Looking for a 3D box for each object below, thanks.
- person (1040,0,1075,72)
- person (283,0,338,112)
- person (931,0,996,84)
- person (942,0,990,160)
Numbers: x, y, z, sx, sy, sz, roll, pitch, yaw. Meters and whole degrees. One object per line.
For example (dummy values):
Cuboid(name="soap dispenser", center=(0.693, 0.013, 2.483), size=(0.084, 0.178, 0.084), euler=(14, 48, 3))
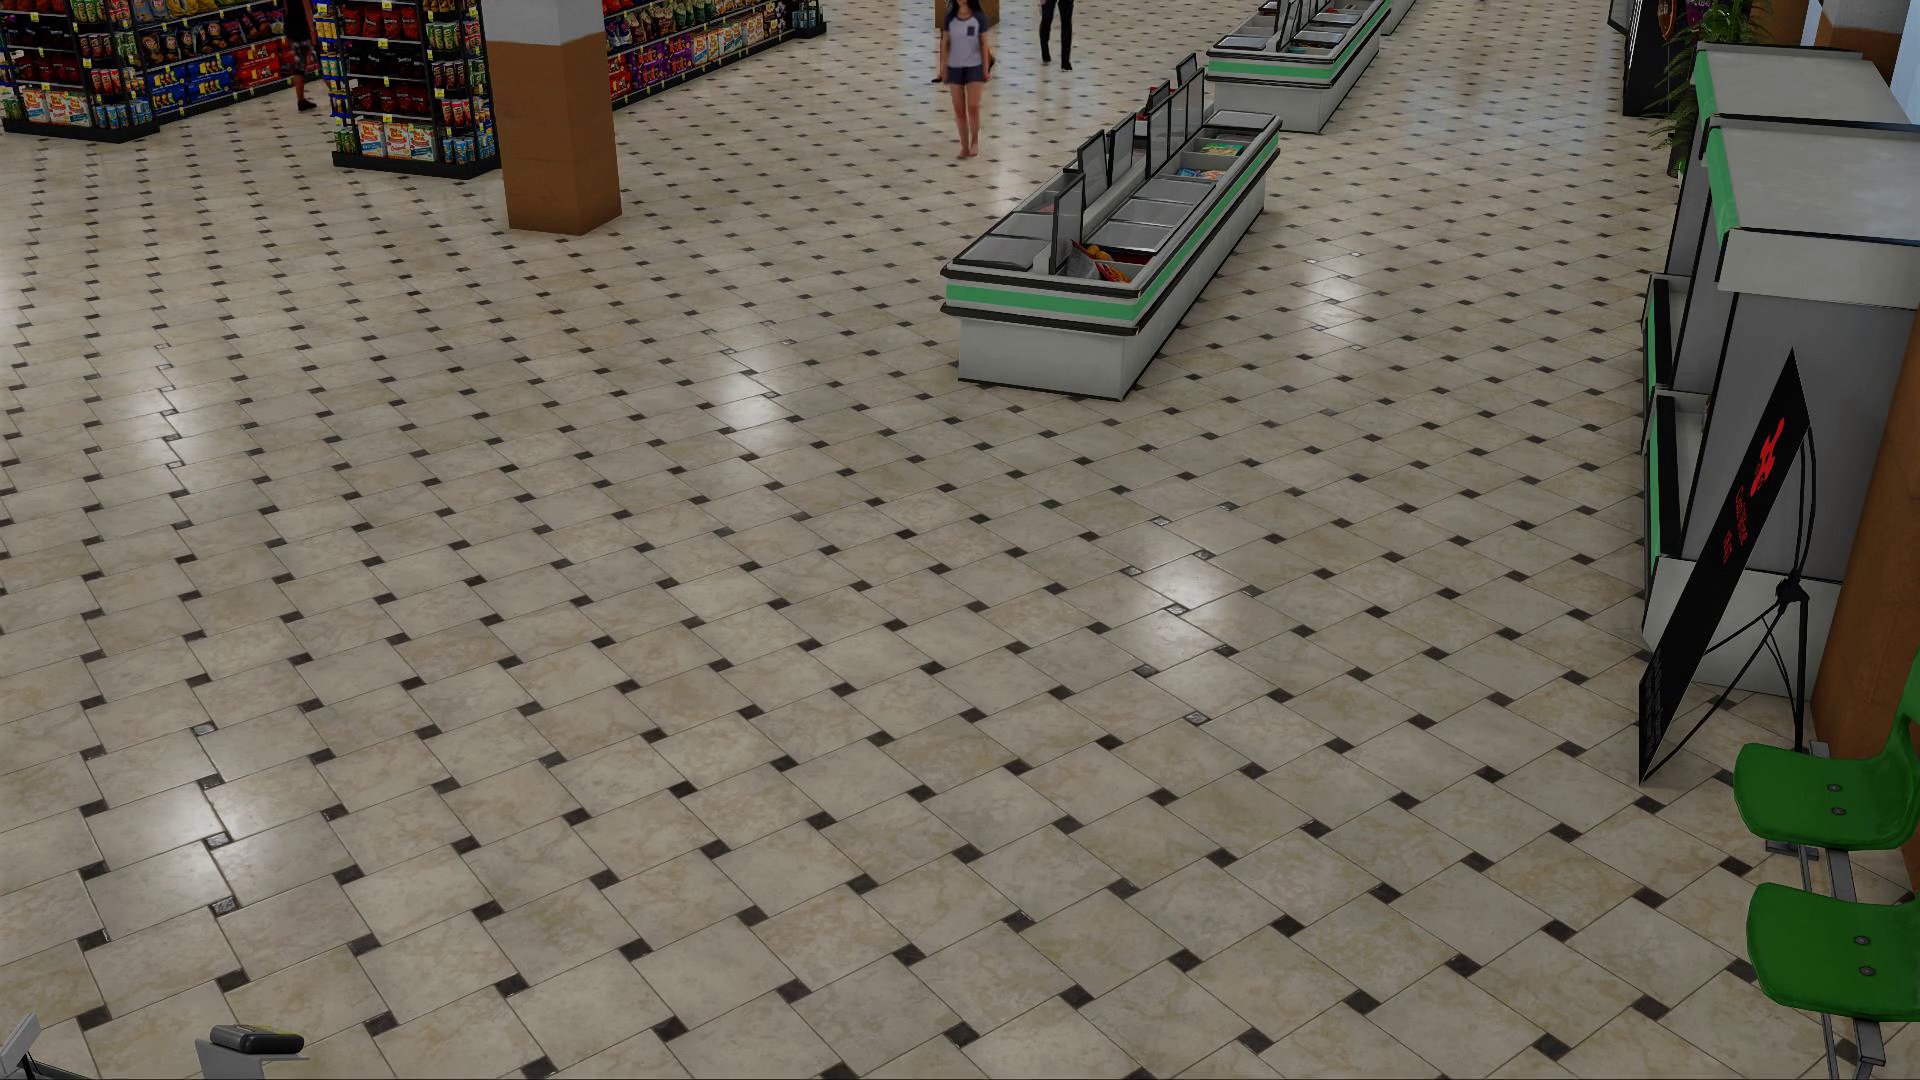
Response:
Cuboid(name="person", center=(1.129, -6.587, 19.886), size=(1.019, 1.817, 1.337), euler=(-4, 27, -7))
Cuboid(name="person", center=(-7.085, -5.416, 17.765), size=(0.677, 1.648, 0.929), euler=(14, 30, 25))
Cuboid(name="person", center=(0.080, -6.112, 19.127), size=(1.202, 1.655, 0.945), euler=(-21, 34, -36))
Cuboid(name="person", center=(0.083, -4.516, 15.942), size=(0.613, 1.689, 0.615), euler=(8, 28, 15))
